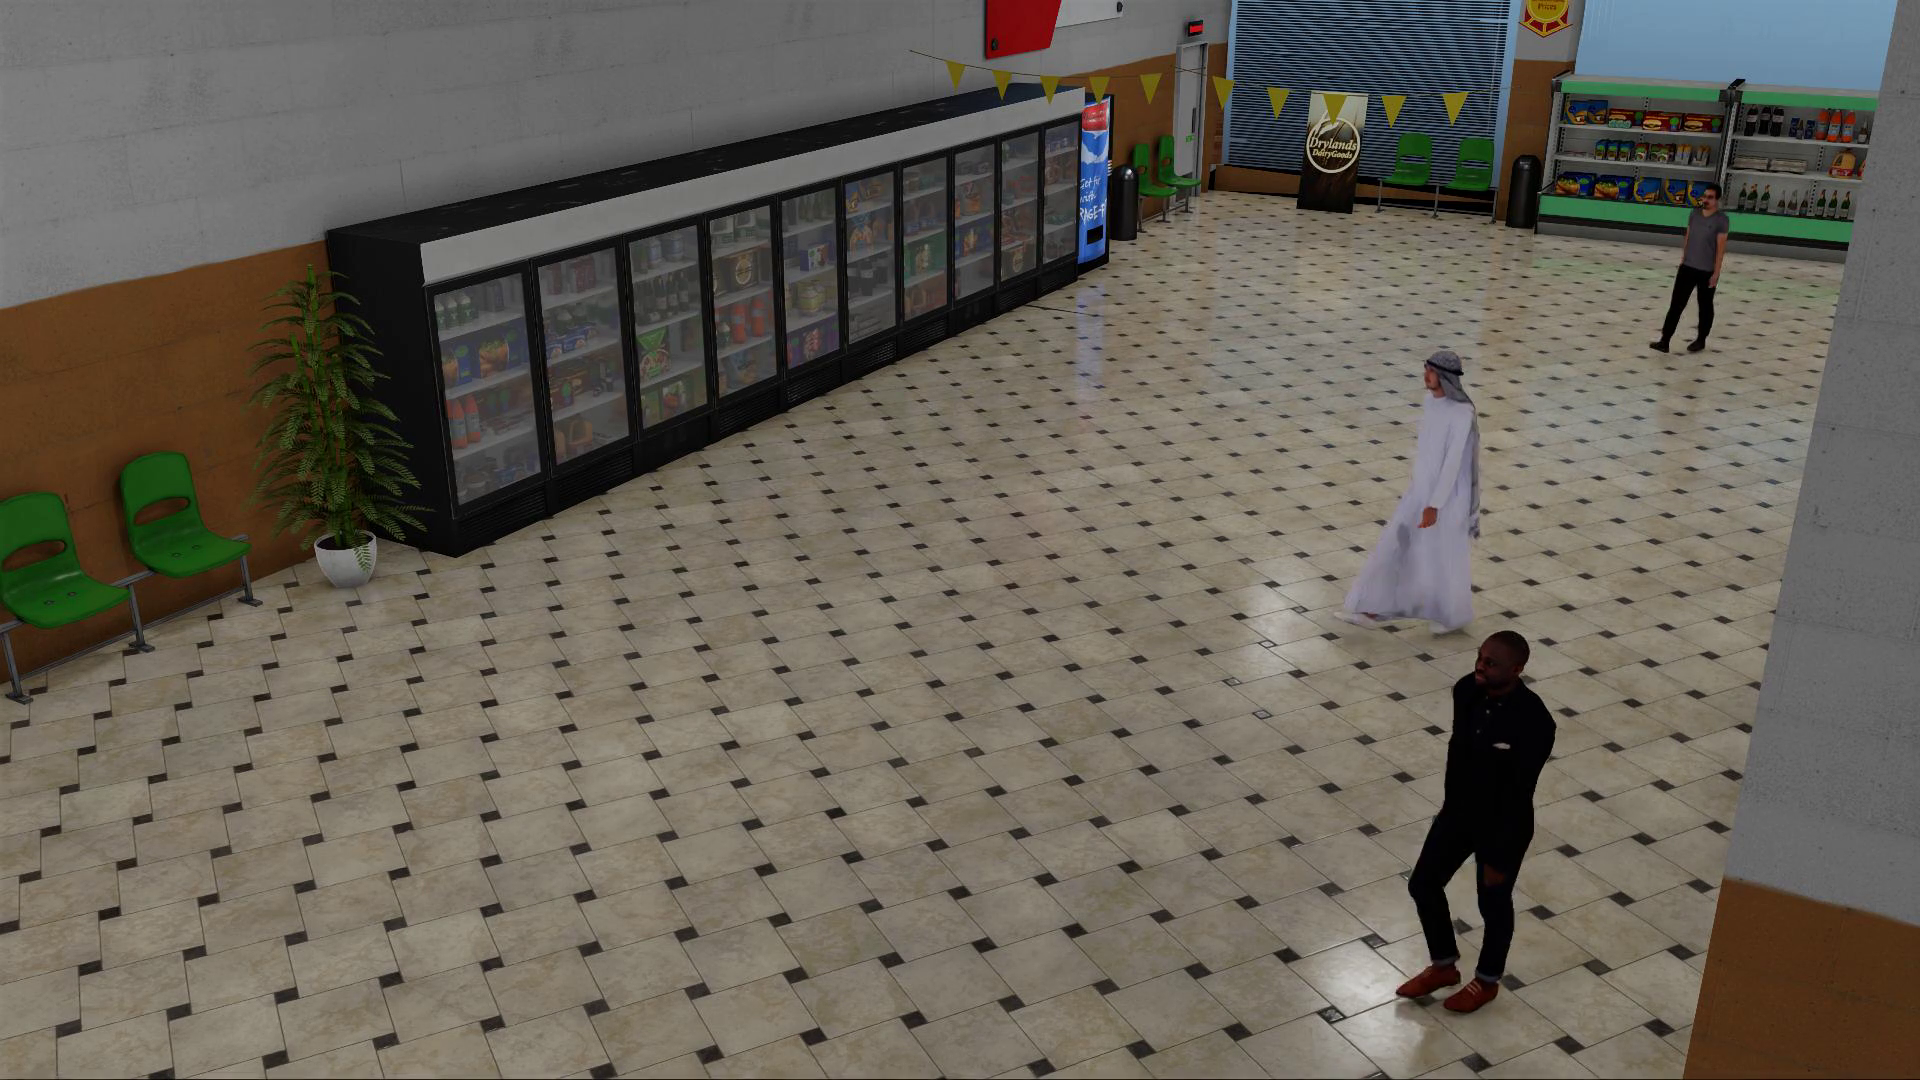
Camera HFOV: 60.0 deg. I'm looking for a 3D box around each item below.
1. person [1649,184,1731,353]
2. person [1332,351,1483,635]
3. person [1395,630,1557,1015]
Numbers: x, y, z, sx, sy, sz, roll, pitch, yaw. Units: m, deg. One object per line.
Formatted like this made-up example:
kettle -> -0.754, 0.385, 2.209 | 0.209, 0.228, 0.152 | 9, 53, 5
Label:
person -> 7.594, -2.756, 16.965 | 0.962, 1.722, 1.074 | -16, 27, -35
person -> 3.109, -0.254, 10.522 | 1.217, 1.884, 1.218 | -8, 23, -19
person -> 2.285, 1.194, 7.021 | 0.927, 1.806, 0.842 | -10, 24, -23
